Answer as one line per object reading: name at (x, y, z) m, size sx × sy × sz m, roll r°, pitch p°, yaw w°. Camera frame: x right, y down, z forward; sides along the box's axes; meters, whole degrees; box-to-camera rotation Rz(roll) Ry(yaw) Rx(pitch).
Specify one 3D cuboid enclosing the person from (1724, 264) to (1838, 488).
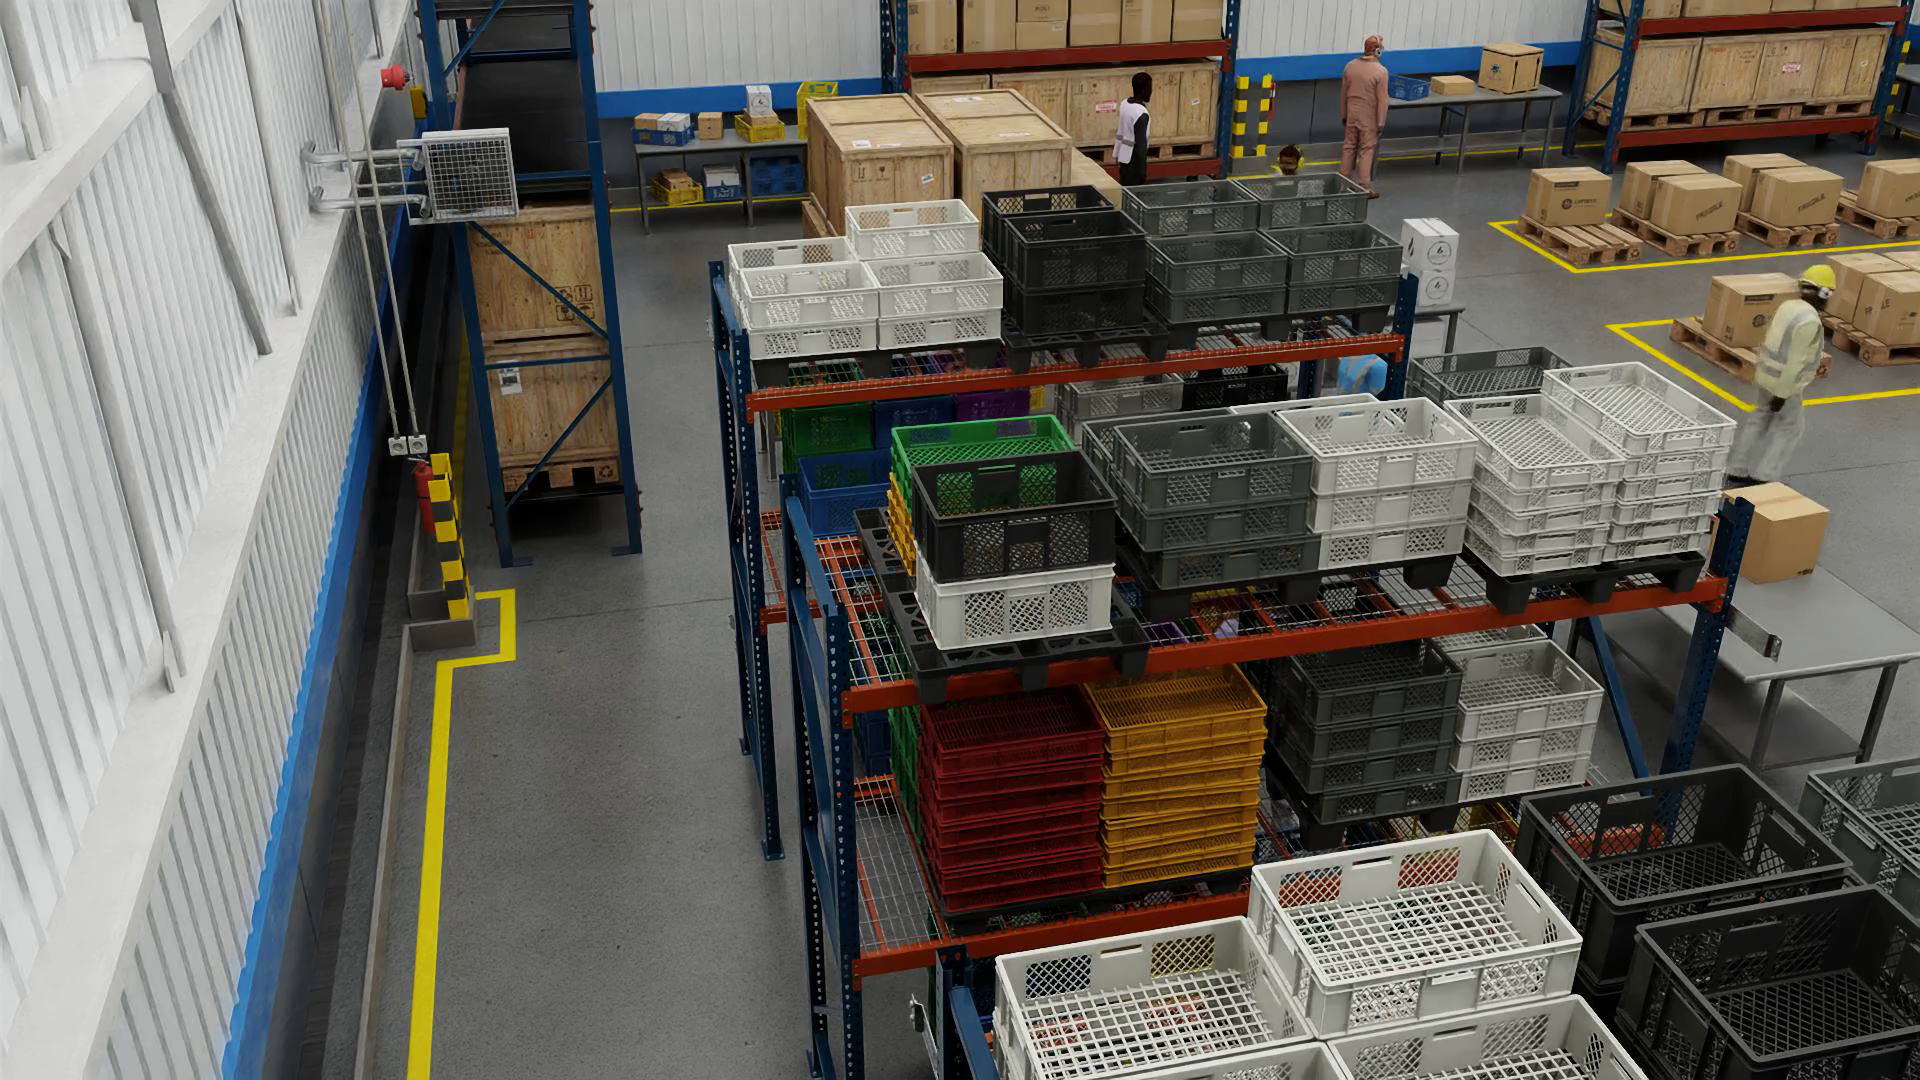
person at (6.288, -1.219, 12.718) m, size 0.578 × 1.781 × 0.617 m, roll 1°, pitch 28°, yaw 2°

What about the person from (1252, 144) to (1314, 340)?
person at (3.121, -2.889, 15.852) m, size 0.512 × 1.838 × 0.906 m, roll 14°, pitch 31°, yaw 25°

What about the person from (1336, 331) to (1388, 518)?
person at (2.911, -0.912, 12.223) m, size 0.316 × 1.700 × 0.540 m, roll -9°, pitch 29°, yaw -16°

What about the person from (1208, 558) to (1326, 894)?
person at (1.559, 0.967, 8.415) m, size 0.635 × 1.932 × 0.372 m, roll 1°, pitch 28°, yaw 2°

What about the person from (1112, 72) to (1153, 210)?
person at (1.868, -4.115, 18.083) m, size 0.389 × 1.911 × 0.592 m, roll -8°, pitch 29°, yaw -14°

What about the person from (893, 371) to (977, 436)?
person at (-0.204, -0.227, 10.777) m, size 0.650 × 1.828 × 0.964 m, roll 4°, pitch 28°, yaw 7°

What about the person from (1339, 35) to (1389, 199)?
person at (4.837, -5.046, 19.850) m, size 0.401 × 1.907 × 0.648 m, roll -20°, pitch 34°, yaw -33°
